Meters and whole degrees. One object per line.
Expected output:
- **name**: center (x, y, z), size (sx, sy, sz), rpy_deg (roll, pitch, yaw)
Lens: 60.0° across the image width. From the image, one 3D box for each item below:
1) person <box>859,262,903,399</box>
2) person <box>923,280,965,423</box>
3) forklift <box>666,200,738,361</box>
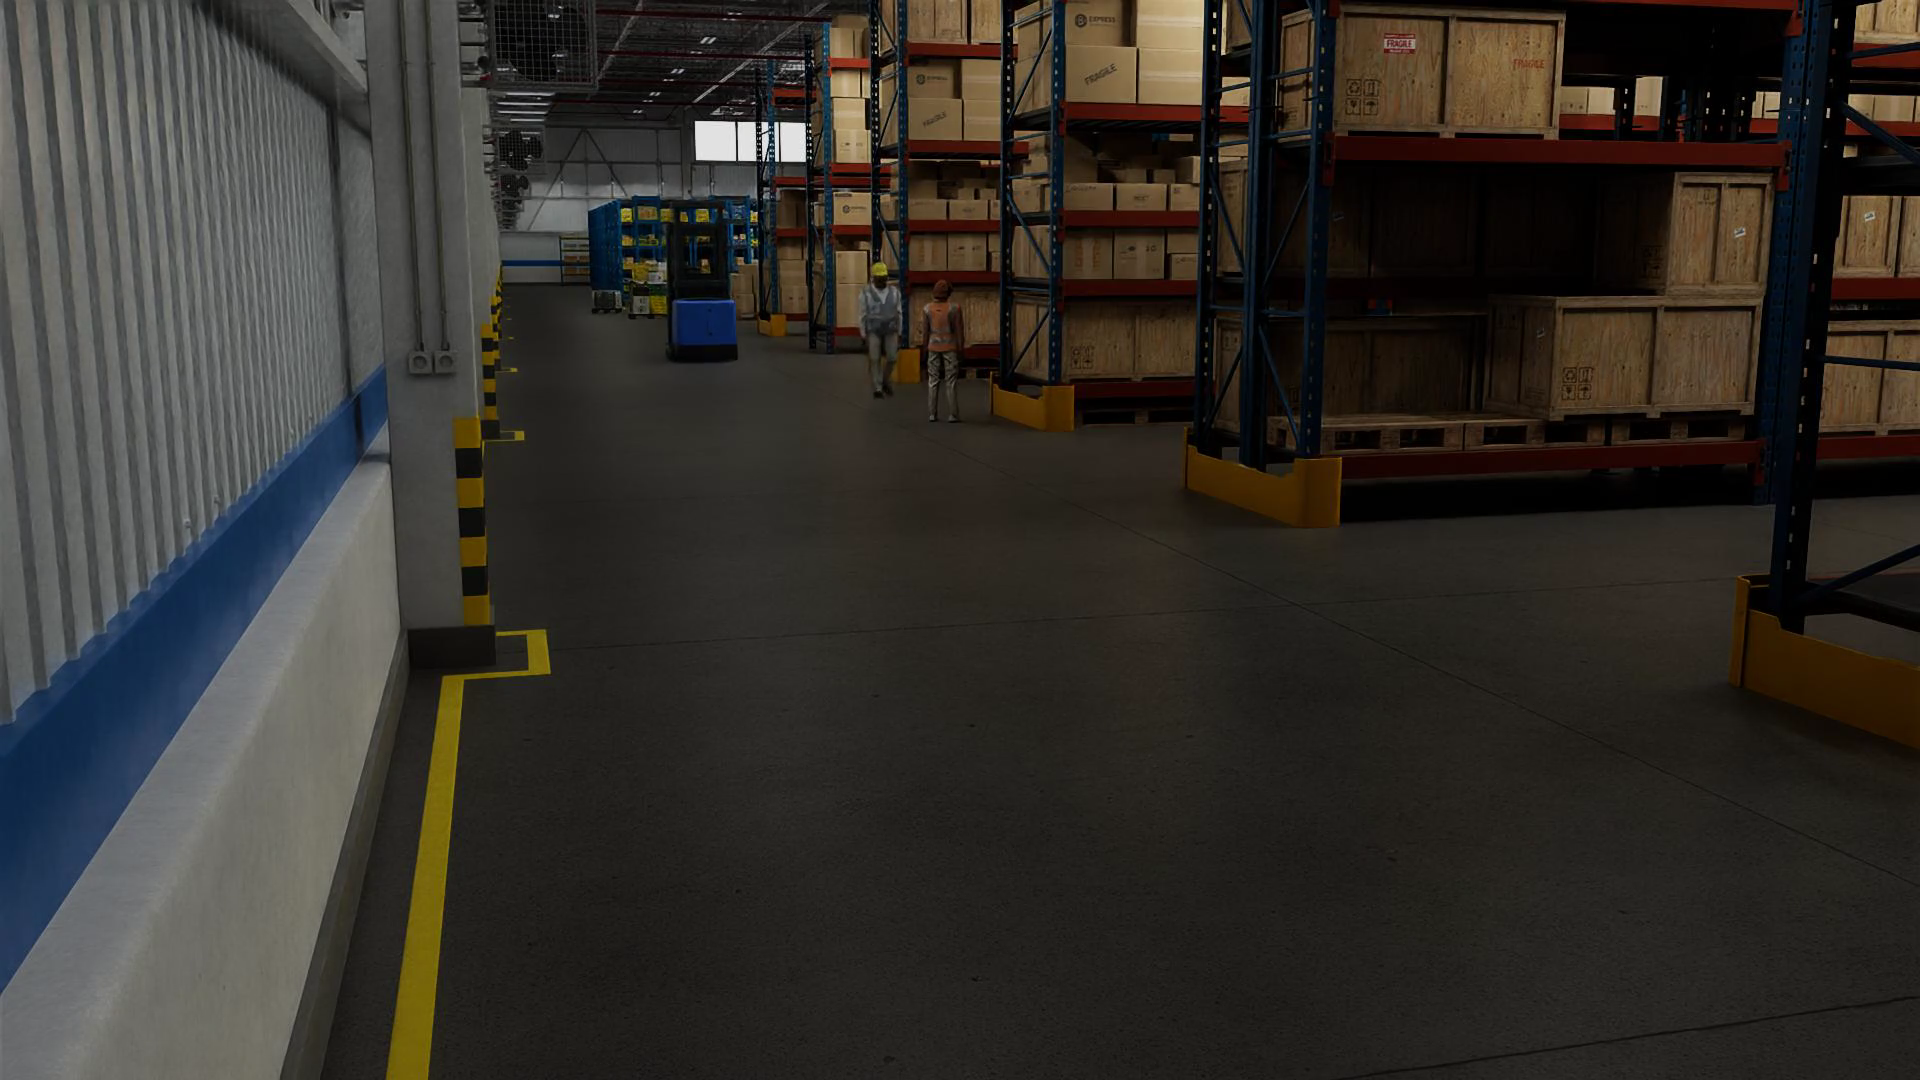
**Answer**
- **person**: center (-1.048, -2.773, 22.084), size (0.618, 1.816, 0.422), rpy_deg (-3, 10, -17)
- **person**: center (-0.188, -2.165, 19.150), size (0.513, 1.639, 0.307), rpy_deg (4, 11, 22)
- **forklift**: center (-4.608, -4.613, 29.494), size (1.129, 2.768, 1.873), rpy_deg (-3, 10, -15)
